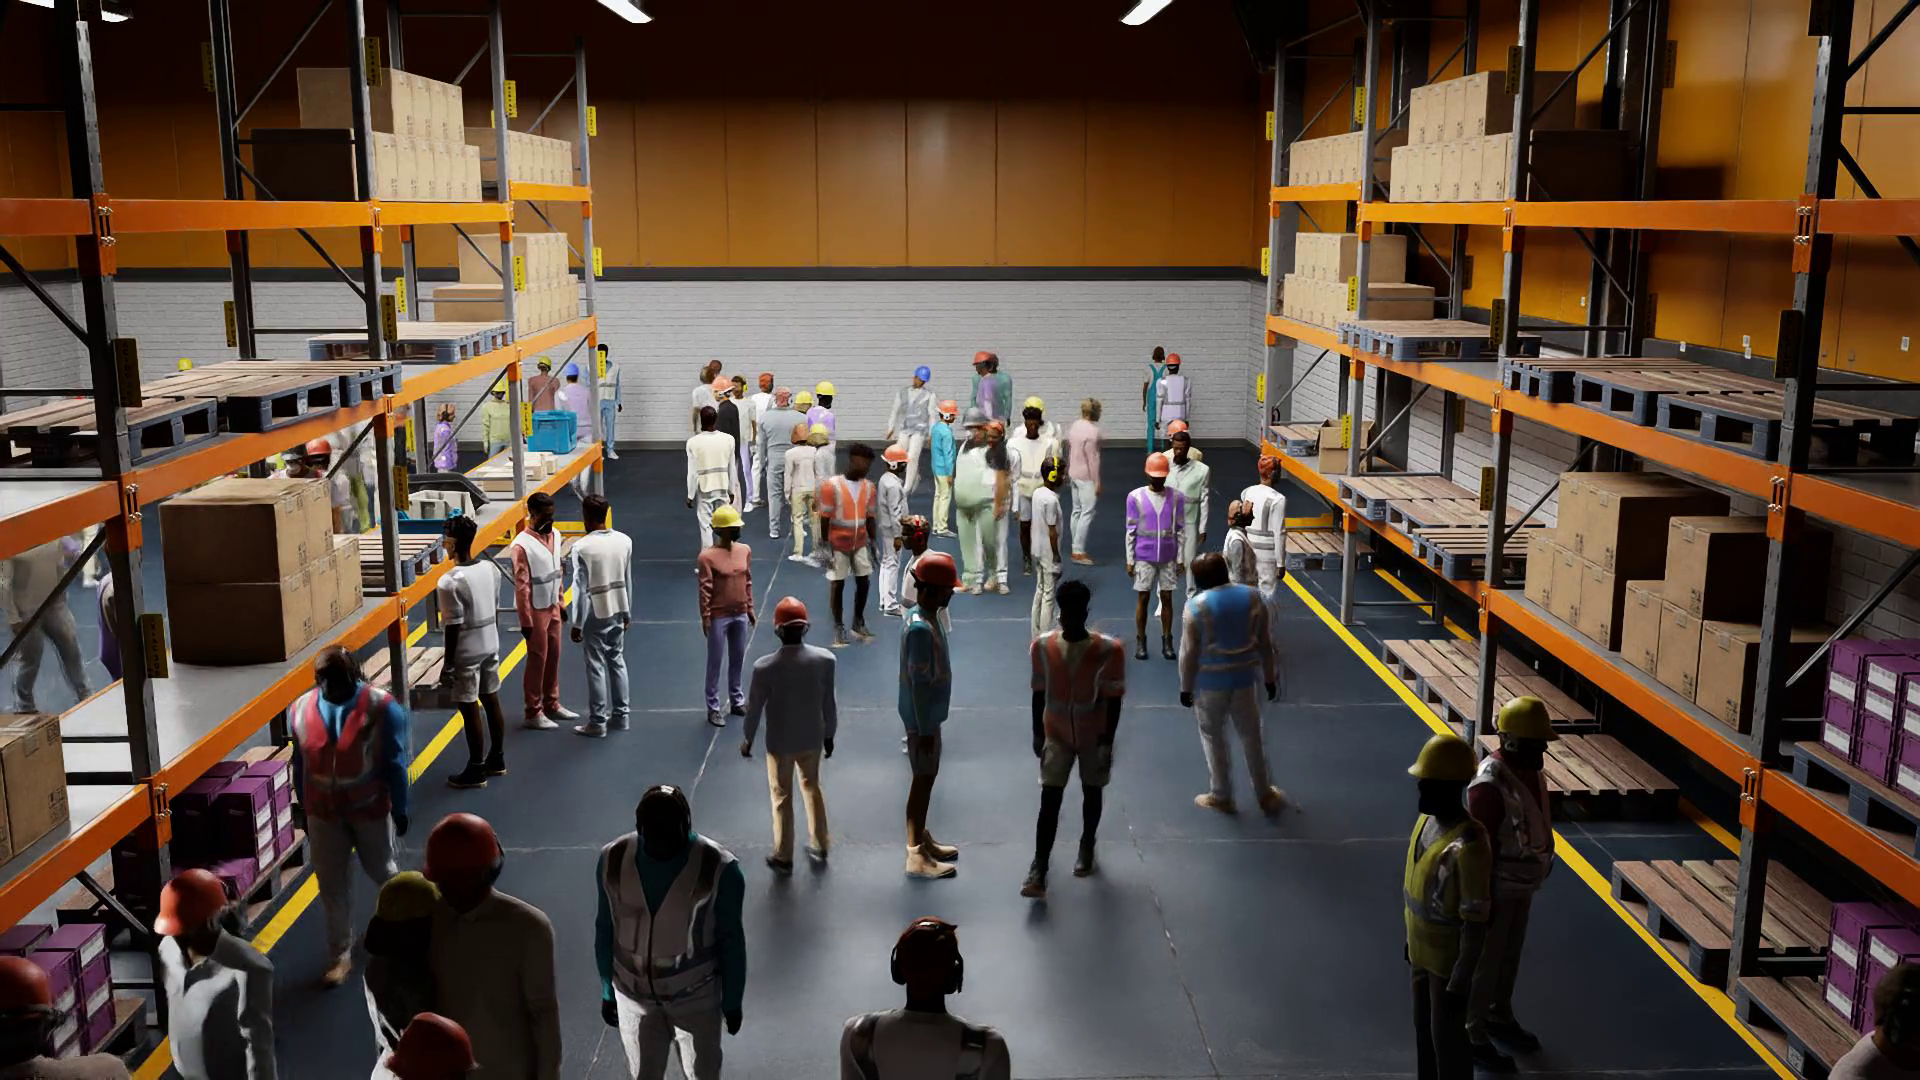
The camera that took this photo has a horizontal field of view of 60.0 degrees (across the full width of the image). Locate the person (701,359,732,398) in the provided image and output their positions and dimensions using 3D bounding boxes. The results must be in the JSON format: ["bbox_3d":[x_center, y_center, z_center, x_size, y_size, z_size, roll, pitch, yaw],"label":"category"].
[{"bbox_3d":[-4.004,-2.150,27.411,0.514,1.645,0.308,1,11,4],"label":"person"}]

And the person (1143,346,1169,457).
[{"bbox_3d":[3.276,-2.282,27.569,0.505,1.845,0.345,1,11,7],"label":"person"}]

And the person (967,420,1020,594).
[{"bbox_3d":[0.353,-0.352,17.789,0.572,1.886,0.355,-1,11,-3],"label":"person"}]

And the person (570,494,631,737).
[{"bbox_3d":[-2.795,0.588,13.024,0.401,1.909,0.599,7,13,31],"label":"person"}]

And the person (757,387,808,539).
[{"bbox_3d":[-2.191,-0.959,20.780,0.651,1.906,0.401,0,11,1],"label":"person"}]

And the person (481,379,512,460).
[{"bbox_3d":[-6.400,-1.370,23.192,0.534,1.767,0.319,-10,15,-42],"label":"person"}]

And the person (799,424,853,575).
[{"bbox_3d":[-1.510,-0.464,18.858,0.767,1.676,0.559,1,11,7],"label":"person"}]

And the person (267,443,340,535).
[{"bbox_3d":[-6.090,0.048,15.389,0.688,2.000,0.536,-3,12,-15],"label":"person"}]

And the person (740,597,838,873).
[{"bbox_3d":[-1.056,1.209,10.317,0.586,1.745,0.391,-7,13,-33],"label":"person"}]

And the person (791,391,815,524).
[{"bbox_3d":[-2.044,-1.084,21.815,0.318,1.742,0.492,-7,13,-31],"label":"person"}]

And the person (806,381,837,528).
[{"bbox_3d":[-1.748,-1.070,21.310,0.398,1.920,0.586,-8,14,-34],"label":"person"}]

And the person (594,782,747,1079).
[{"bbox_3d":[-1.188,1.865,6.843,0.639,1.832,0.431,2,11,9],"label":"person"}]

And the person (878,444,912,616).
[{"bbox_3d":[-0.656,-0.107,16.889,0.341,1.749,0.572,-2,11,-11],"label":"person"}]

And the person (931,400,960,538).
[{"bbox_3d":[-0.174,-0.893,20.877,0.352,1.738,0.573,-3,12,-17],"label":"person"}]

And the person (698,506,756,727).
[{"bbox_3d":[-1.853,0.598,13.319,0.307,1.770,0.533,11,15,43],"label":"person"}]

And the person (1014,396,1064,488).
[{"bbox_3d":[0.947,-0.794,19.977,0.615,1.893,0.502,-2,11,-11],"label":"person"}]

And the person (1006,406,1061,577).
[{"bbox_3d":[0.806,-0.517,18.455,0.645,1.938,0.787,0,11,1],"label":"person"}]

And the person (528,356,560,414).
[{"bbox_3d":[-6.668,-2.078,26.782,0.532,1.754,0.341,0,11,-1],"label":"person"}]

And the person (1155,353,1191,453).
[{"bbox_3d":[3.223,-1.863,25.246,0.546,1.934,0.376,-1,11,-7],"label":"person"}]

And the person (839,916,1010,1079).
[{"bbox_3d":[-0.096,2.124,5.381,0.572,1.883,0.354,3,12,13],"label":"person"}]

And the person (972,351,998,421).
[{"bbox_3d":[0.304,-1.779,24.634,0.515,2.001,0.641,1,11,3],"label":"person"}]

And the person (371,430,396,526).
[{"bbox_3d":[-7.437,-0.959,21.483,0.315,1.630,0.511,-2,11,-8],"label":"person"}]

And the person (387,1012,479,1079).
[{"bbox_3d":[-1.542,2.256,5.042,0.332,1.750,0.573,10,15,42],"label":"person"}]

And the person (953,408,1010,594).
[{"bbox_3d":[0.204,-0.438,17.828,0.734,2.000,0.652,9,14,38],"label":"person"}]

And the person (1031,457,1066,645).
[{"bbox_3d":[0.827,0.156,15.300,0.329,1.865,0.514,-3,12,-17],"label":"person"}]

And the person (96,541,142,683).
[{"bbox_3d":[-5.896,0.867,11.786,0.351,1.843,0.506,-8,14,-34],"label":"person"}]

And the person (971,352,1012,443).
[{"bbox_3d":[0.476,-1.891,25.370,0.636,1.938,0.358,2,12,12],"label":"person"}]

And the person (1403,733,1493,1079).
[{"bbox_3d":[2.046,1.754,7.113,0.359,1.930,0.590,-1,11,-6],"label":"person"}]

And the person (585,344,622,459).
[{"bbox_3d":[-5.865,-2.274,27.350,0.597,1.914,0.371,-7,13,-30],"label":"person"}]

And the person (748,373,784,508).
[{"bbox_3d":[-2.674,-1.360,22.885,0.570,1.876,0.348,7,13,30],"label":"person"}]

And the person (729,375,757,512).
[{"bbox_3d":[-3.009,-1.309,22.620,0.513,1.875,0.328,3,12,17],"label":"person"}]

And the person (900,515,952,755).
[{"bbox_3d":[-0.265,0.711,12.595,0.388,1.837,0.560,-2,11,-8],"label":"person"}]
